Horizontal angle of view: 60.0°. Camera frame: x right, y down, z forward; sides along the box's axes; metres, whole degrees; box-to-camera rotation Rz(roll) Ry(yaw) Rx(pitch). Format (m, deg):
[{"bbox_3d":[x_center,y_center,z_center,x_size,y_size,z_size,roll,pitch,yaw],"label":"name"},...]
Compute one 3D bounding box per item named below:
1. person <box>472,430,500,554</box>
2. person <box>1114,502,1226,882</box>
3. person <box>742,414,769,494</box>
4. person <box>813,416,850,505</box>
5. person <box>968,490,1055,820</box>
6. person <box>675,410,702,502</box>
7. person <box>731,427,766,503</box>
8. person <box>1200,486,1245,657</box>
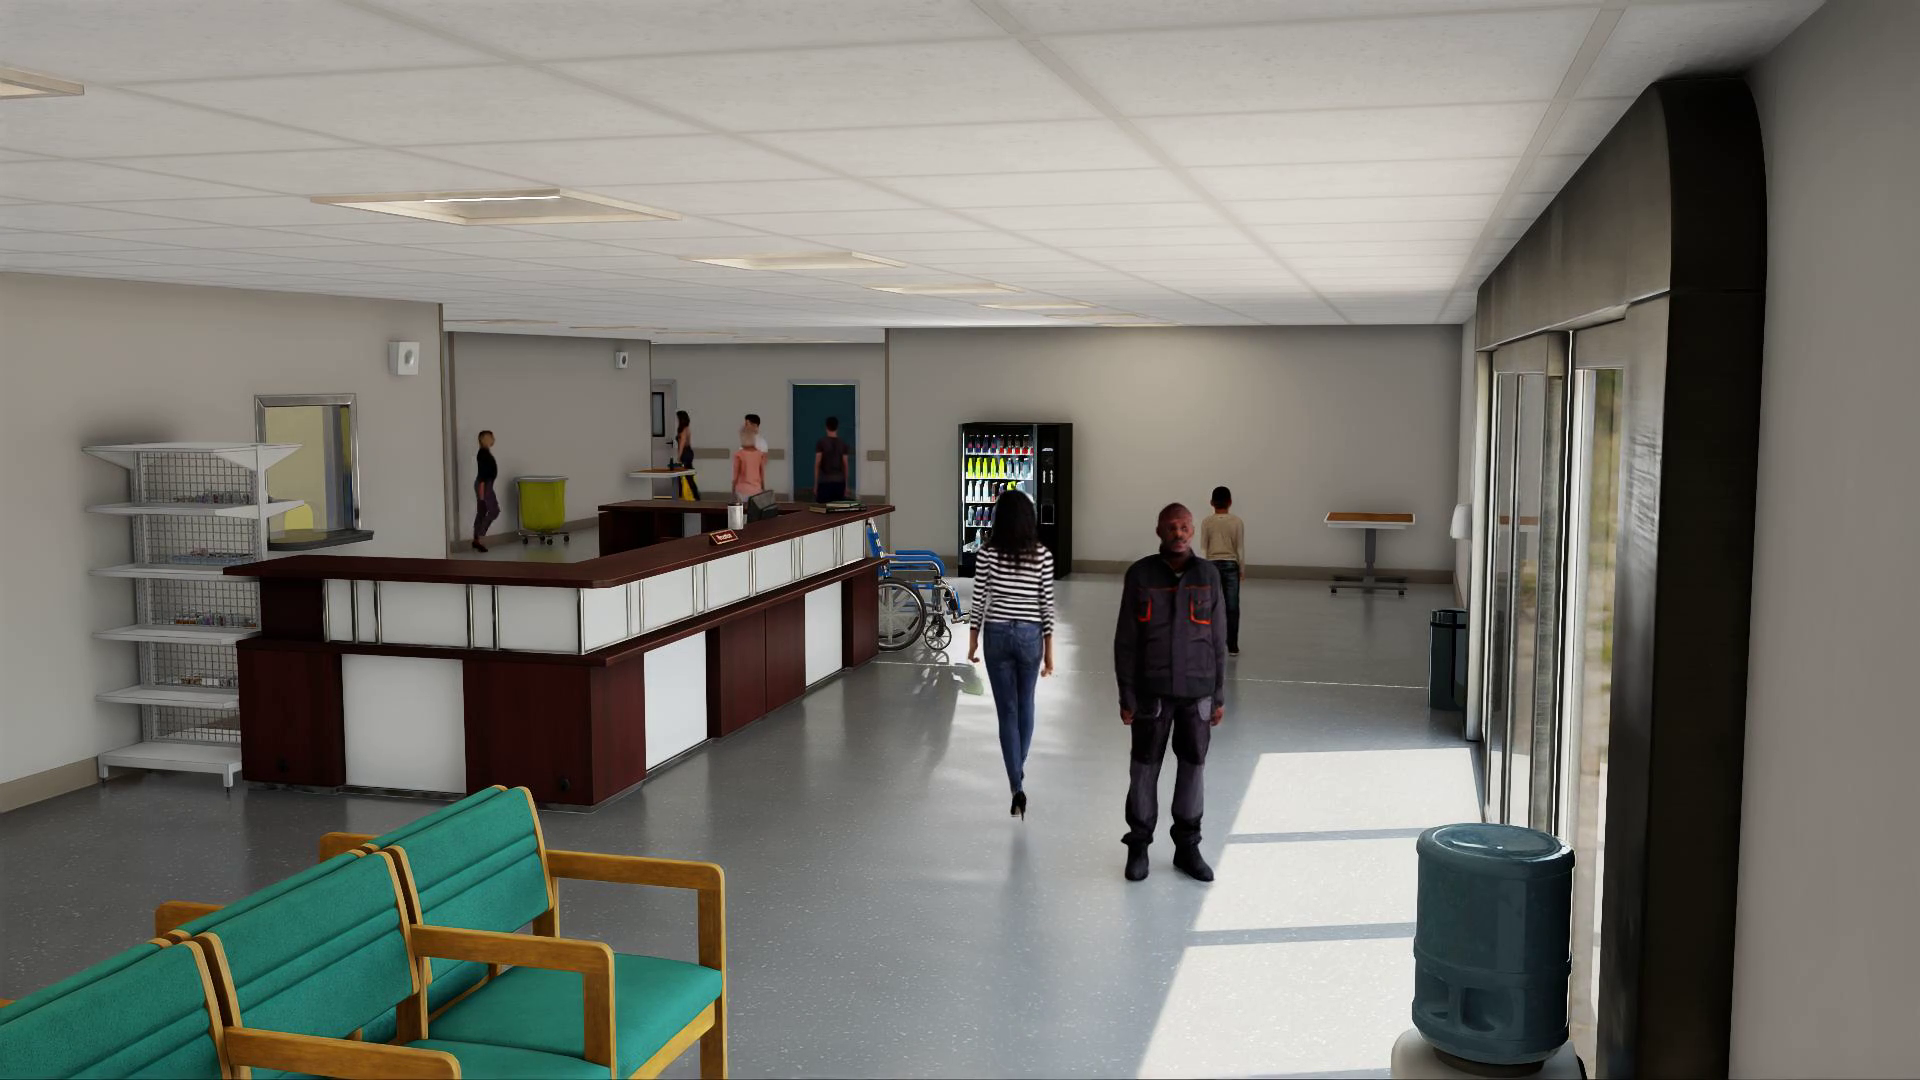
[{"bbox_3d":[-6.514,-0.642,22.417,0.755,1.658,0.709,-2,6,-22],"label":"person"},{"bbox_3d":[1.030,0.715,8.094,0.663,1.824,0.836,0,6,-4],"label":"person"},{"bbox_3d":[-2.896,-0.834,23.297,0.819,1.862,0.717,-5,7,-39],"label":"person"},{"bbox_3d":[-1.722,-0.740,22.480,0.836,1.839,0.901,-3,6,-24],"label":"person"},{"bbox_3d":[0.292,0.646,9.046,1.064,1.754,0.893,0,6,-4],"label":"person"},{"bbox_3d":[-4.870,-1.464,30.176,0.933,1.740,0.779,0,6,0],"label":"person"},{"bbox_3d":[-2.763,-0.614,22.049,1.050,1.674,1.208,-4,7,-37],"label":"person"},{"bbox_3d":[2.263,0.267,14.356,0.432,1.461,0.580,2,6,15],"label":"person"}]
